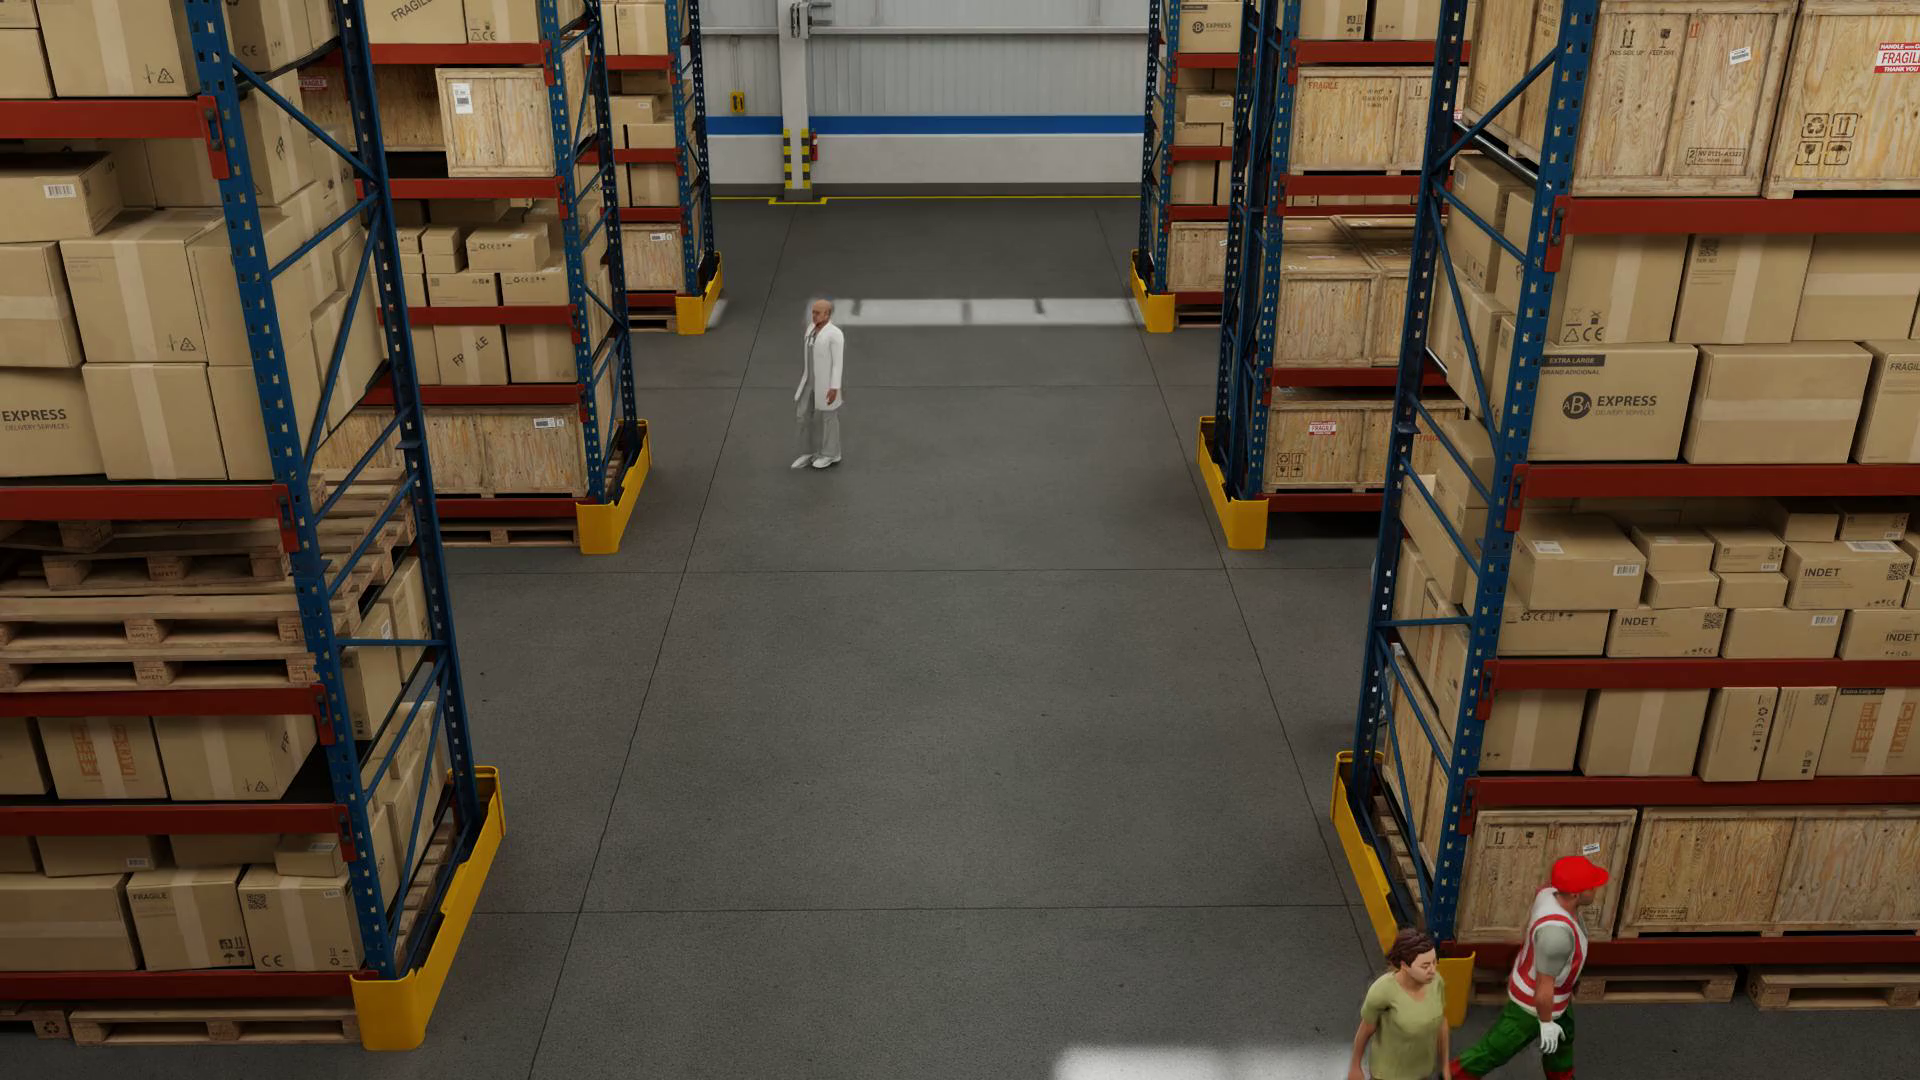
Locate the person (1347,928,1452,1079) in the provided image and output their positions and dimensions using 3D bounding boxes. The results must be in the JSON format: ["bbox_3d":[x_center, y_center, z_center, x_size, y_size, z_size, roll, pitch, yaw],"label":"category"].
[{"bbox_3d":[2.215,2.660,8.276,0.470,1.684,0.522,-12,28,-24],"label":"person"}]

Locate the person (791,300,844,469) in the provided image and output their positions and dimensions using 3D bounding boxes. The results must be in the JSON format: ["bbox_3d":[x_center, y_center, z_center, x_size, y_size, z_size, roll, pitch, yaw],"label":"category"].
[{"bbox_3d":[-1.475,-1.585,17.257,0.623,1.808,0.519,21,33,38],"label":"person"}]

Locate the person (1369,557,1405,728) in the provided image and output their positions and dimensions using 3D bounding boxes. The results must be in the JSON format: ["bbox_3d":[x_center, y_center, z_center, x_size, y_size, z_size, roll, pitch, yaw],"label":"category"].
[{"bbox_3d":[3.313,0.656,12.443,0.381,1.794,0.548,-13,28,-26],"label":"person"}]

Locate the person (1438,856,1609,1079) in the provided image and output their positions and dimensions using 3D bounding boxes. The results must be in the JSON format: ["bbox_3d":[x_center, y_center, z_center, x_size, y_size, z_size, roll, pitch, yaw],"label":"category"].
[{"bbox_3d":[3.055,2.394,8.745,0.953,1.759,0.583,11,27,23],"label":"person"}]
